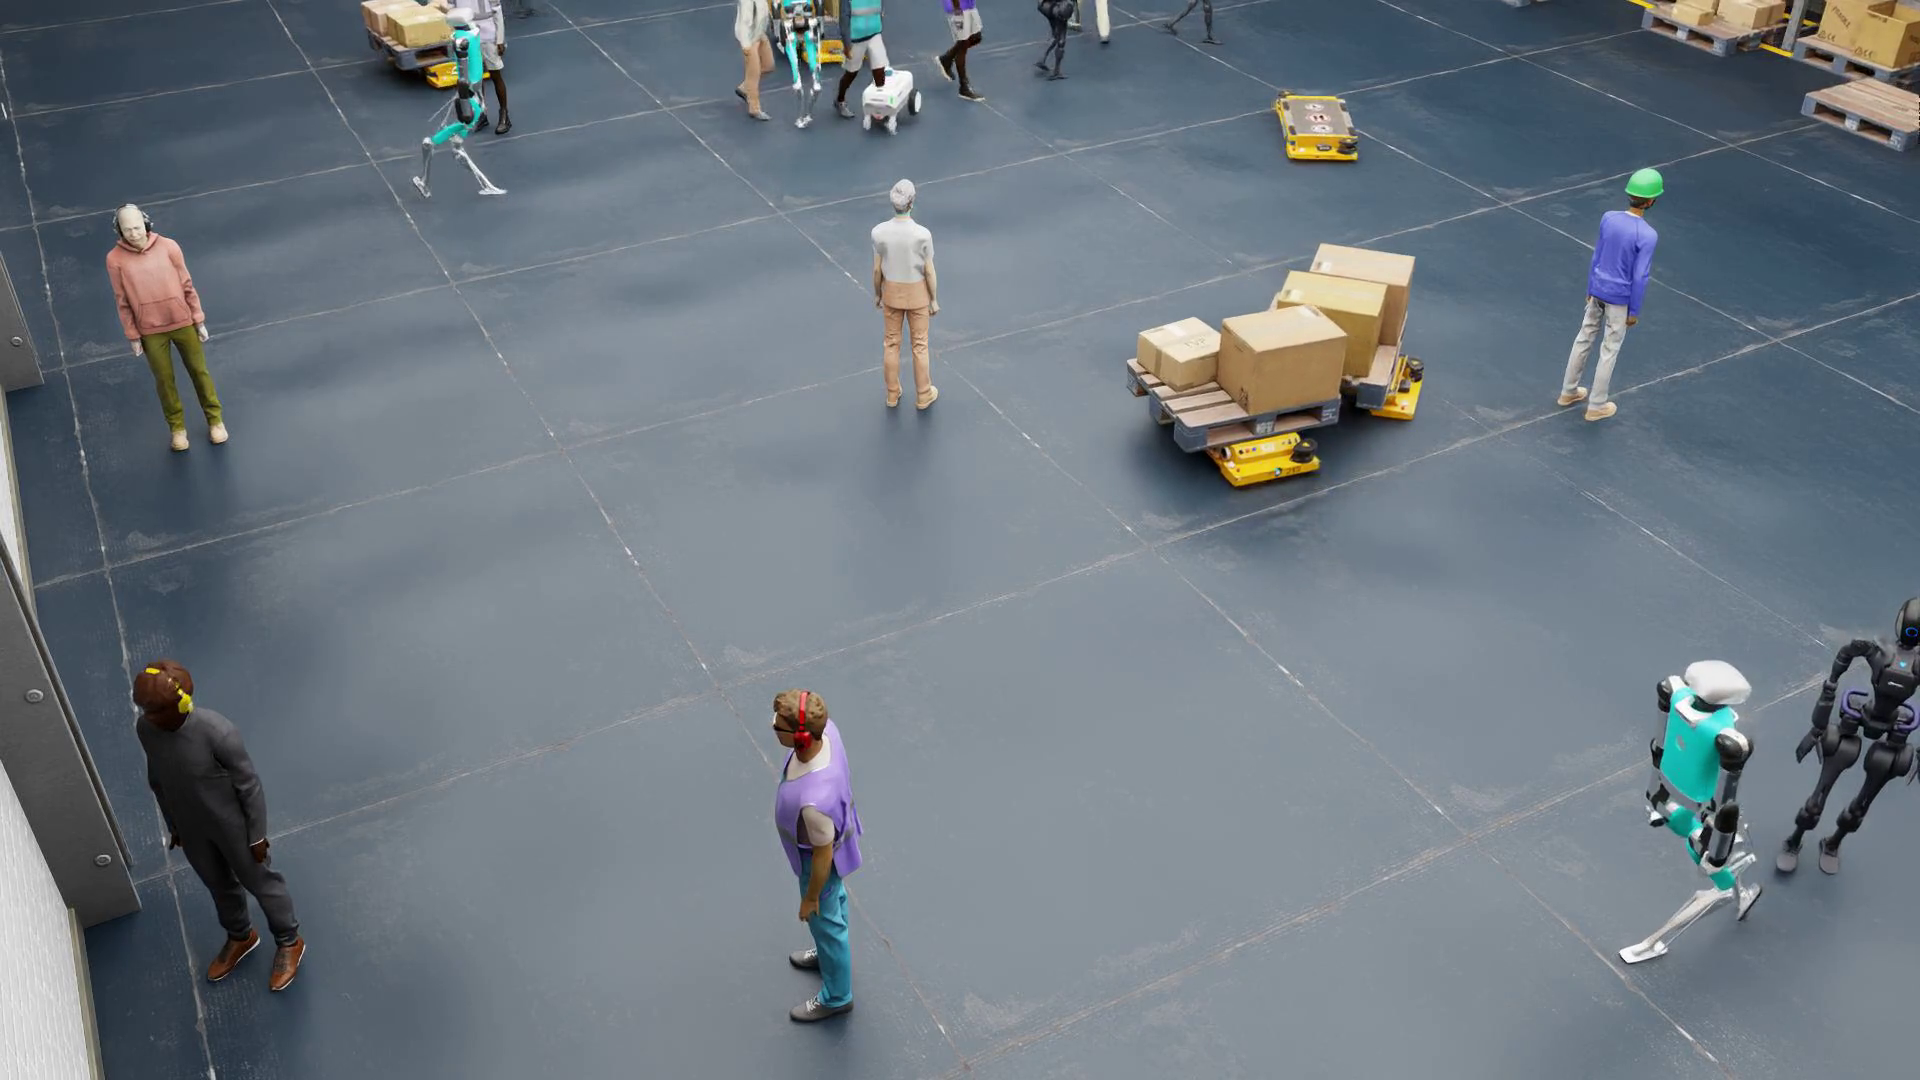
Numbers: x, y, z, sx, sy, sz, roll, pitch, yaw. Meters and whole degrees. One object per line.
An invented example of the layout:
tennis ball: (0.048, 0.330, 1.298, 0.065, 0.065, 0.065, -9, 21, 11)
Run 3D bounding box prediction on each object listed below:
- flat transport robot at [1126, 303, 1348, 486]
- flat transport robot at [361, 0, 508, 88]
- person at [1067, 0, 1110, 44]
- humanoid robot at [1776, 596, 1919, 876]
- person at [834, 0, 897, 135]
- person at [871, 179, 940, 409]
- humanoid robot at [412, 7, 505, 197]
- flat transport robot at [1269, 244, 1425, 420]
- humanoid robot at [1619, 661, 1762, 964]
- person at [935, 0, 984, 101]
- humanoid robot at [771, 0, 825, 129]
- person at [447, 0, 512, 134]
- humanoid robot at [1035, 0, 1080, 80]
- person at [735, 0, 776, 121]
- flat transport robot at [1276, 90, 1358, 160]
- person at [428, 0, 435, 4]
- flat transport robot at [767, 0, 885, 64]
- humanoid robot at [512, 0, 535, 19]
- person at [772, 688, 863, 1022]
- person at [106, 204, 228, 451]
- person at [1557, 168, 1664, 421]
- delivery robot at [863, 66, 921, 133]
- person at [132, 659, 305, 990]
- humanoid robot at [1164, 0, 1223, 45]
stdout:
flat transport robot: (1.942, -0.873, 11.962, 0.659, 0.231, 1.431, -12, 37, -16)
flat transport robot: (-5.712, -5.309, 18.296, 0.659, 0.231, 1.431, -22, 41, -28)
person: (1.453, -6.532, 18.718, 0.681, 1.783, 0.945, -13, 37, -17)
humanoid robot: (4.424, 0.990, 8.072, 0.589, 1.657, 0.379, 16, 38, 21)
person: (-0.991, -5.023, 16.481, 0.564, 1.910, 0.891, -20, 40, -27)
person: (-0.385, -1.750, 11.925, 0.471, 1.747, 0.321, 7, 36, 10)
humanoid robot: (-4.710, -3.927, 15.052, 0.947, 1.766, 0.547, 0, 35, 0)
flat transport robot: (2.723, -1.241, 12.488, 1.431, 0.231, 0.659, 11, 37, 16)
humanoid robot: (3.588, 1.242, 7.675, 0.966, 1.771, 0.556, -10, 36, -13)
person: (-0.013, -5.558, 17.205, 0.620, 1.944, 0.614, 15, 38, 20)
humanoid robot: (-1.558, -4.955, 16.545, 0.544, 1.805, 0.773, -9, 36, -13)
person: (-4.744, -4.944, 16.324, 0.550, 1.933, 0.365, 7, 36, 10)
humanoid robot: (1.046, -5.754, 17.703, 0.332, 1.644, 0.610, -29, 44, -35)
person: (-2.055, -5.021, 16.671, 0.504, 1.654, 0.499, 11, 36, 15)
flat transport robot: (3.563, -4.149, 16.640, 0.659, 0.231, 1.431, 2, 35, 3)
person: (-5.986, -6.854, 19.129, 0.582, 1.865, 0.528, -11, 37, -16)
flat transport robot: (-1.566, -5.742, 18.913, 0.659, 0.231, 1.431, -10, 36, -14)
humanoid robot: (-5.257, -6.929, 19.400, 0.397, 1.644, 0.597, -1, 35, -1)
person: (-0.620, 1.392, 7.353, 0.389, 1.847, 0.562, -2, 35, -2)
person: (-5.480, -1.476, 11.469, 0.520, 1.831, 0.365, -17, 38, -23)
person: (4.659, -1.745, 11.824, 0.380, 1.865, 0.457, -20, 40, -26)
delivery robot: (-0.725, -4.511, 16.914, 0.499, 0.603, 0.803, 9, 36, 13)
person: (-3.348, 1.280, 7.490, 0.502, 1.872, 0.335, 7, 36, 10)
humanoid robot: (2.689, -6.439, 18.738, 0.763, 1.650, 0.610, 15, 38, 20)
